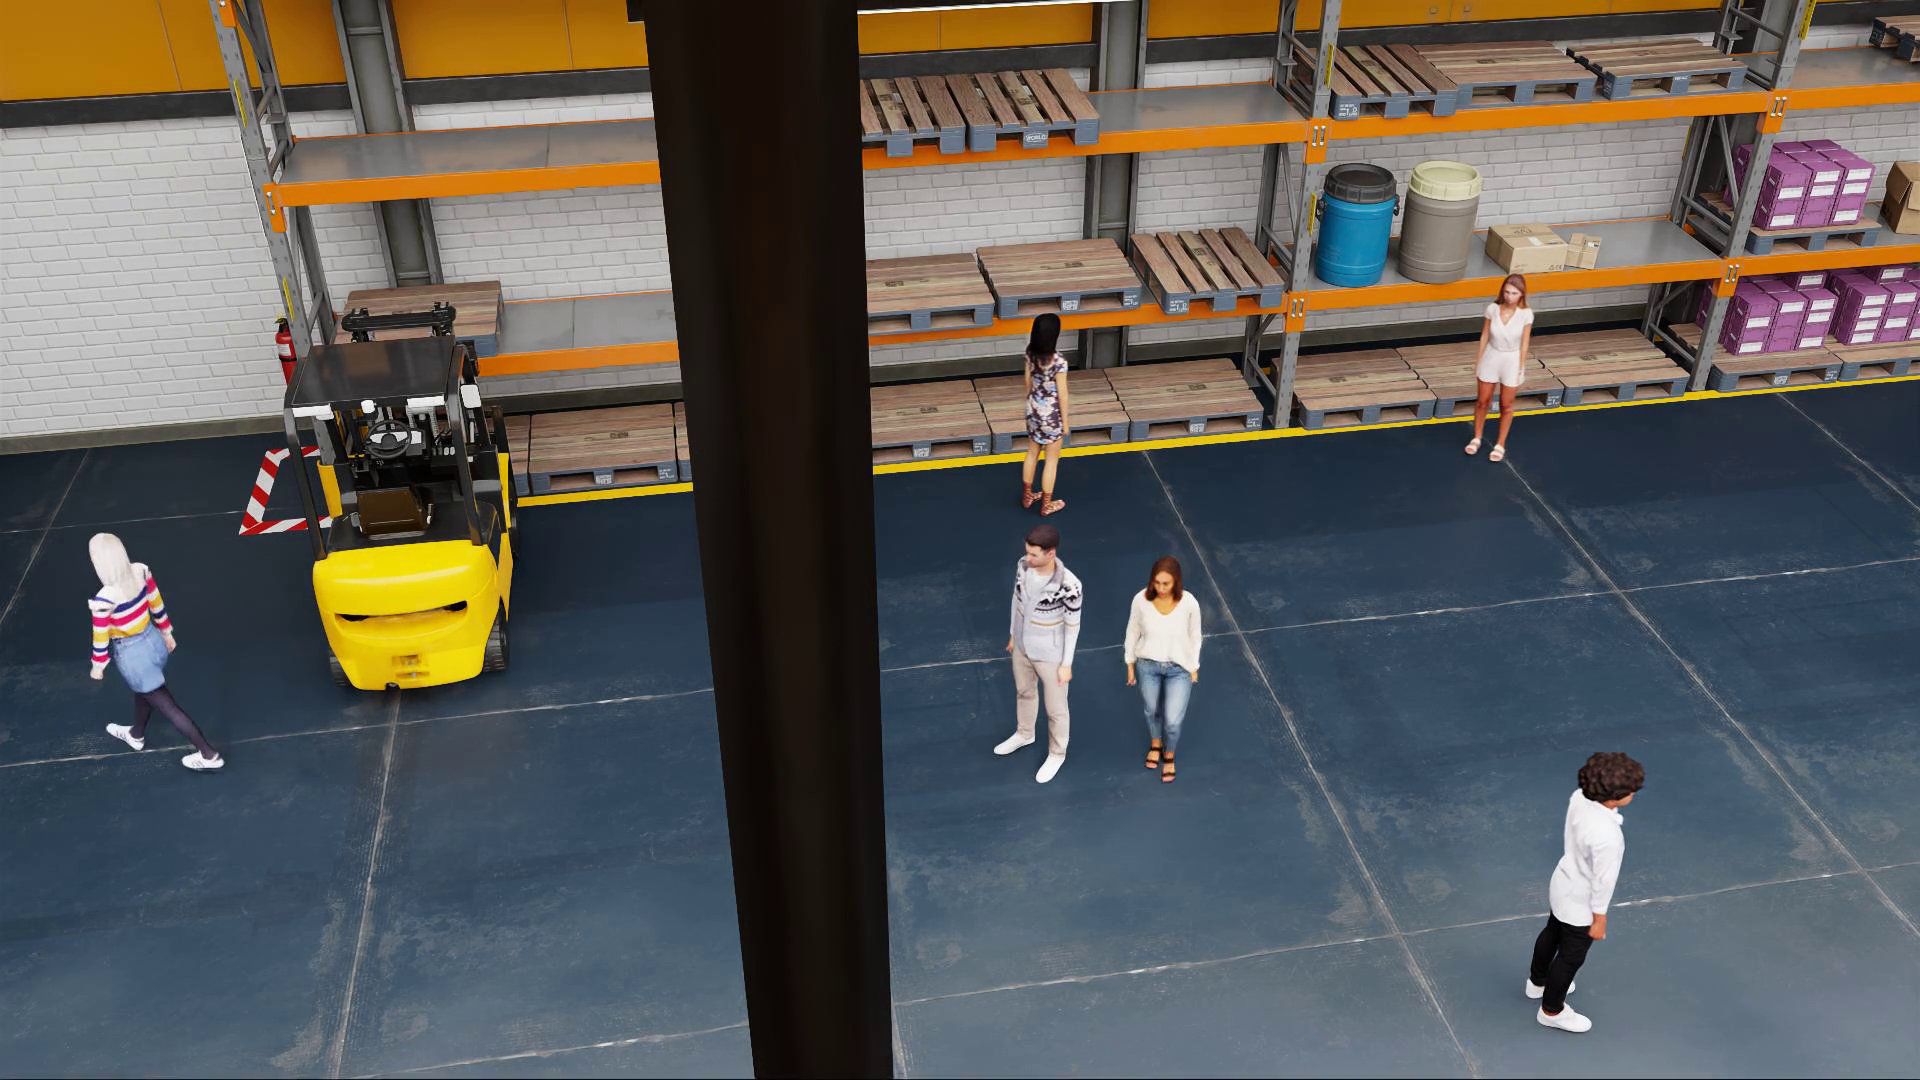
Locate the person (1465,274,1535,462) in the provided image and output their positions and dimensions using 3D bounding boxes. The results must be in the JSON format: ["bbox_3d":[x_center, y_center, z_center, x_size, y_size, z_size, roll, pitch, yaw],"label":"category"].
[{"bbox_3d":[4.534,-1.461,13.890,0.680,1.691,0.753,17,37,23],"label":"person"}]

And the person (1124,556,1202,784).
[{"bbox_3d":[1.306,0.752,10.581,0.707,1.668,0.804,9,35,13],"label":"person"}]

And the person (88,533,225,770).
[{"bbox_3d":[-5.076,0.761,10.484,1.178,1.759,0.913,6,34,9],"label":"person"}]

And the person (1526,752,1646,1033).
[{"bbox_3d":[3.292,1.847,8.805,0.636,1.810,0.674,1,34,1],"label":"person"}]

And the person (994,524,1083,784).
[{"bbox_3d":[0.524,0.664,10.540,0.768,1.860,0.783,29,43,36],"label":"person"}]

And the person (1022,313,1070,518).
[{"bbox_3d":[0.667,-0.987,13.138,0.676,1.734,0.657,-26,42,-34],"label":"person"}]
